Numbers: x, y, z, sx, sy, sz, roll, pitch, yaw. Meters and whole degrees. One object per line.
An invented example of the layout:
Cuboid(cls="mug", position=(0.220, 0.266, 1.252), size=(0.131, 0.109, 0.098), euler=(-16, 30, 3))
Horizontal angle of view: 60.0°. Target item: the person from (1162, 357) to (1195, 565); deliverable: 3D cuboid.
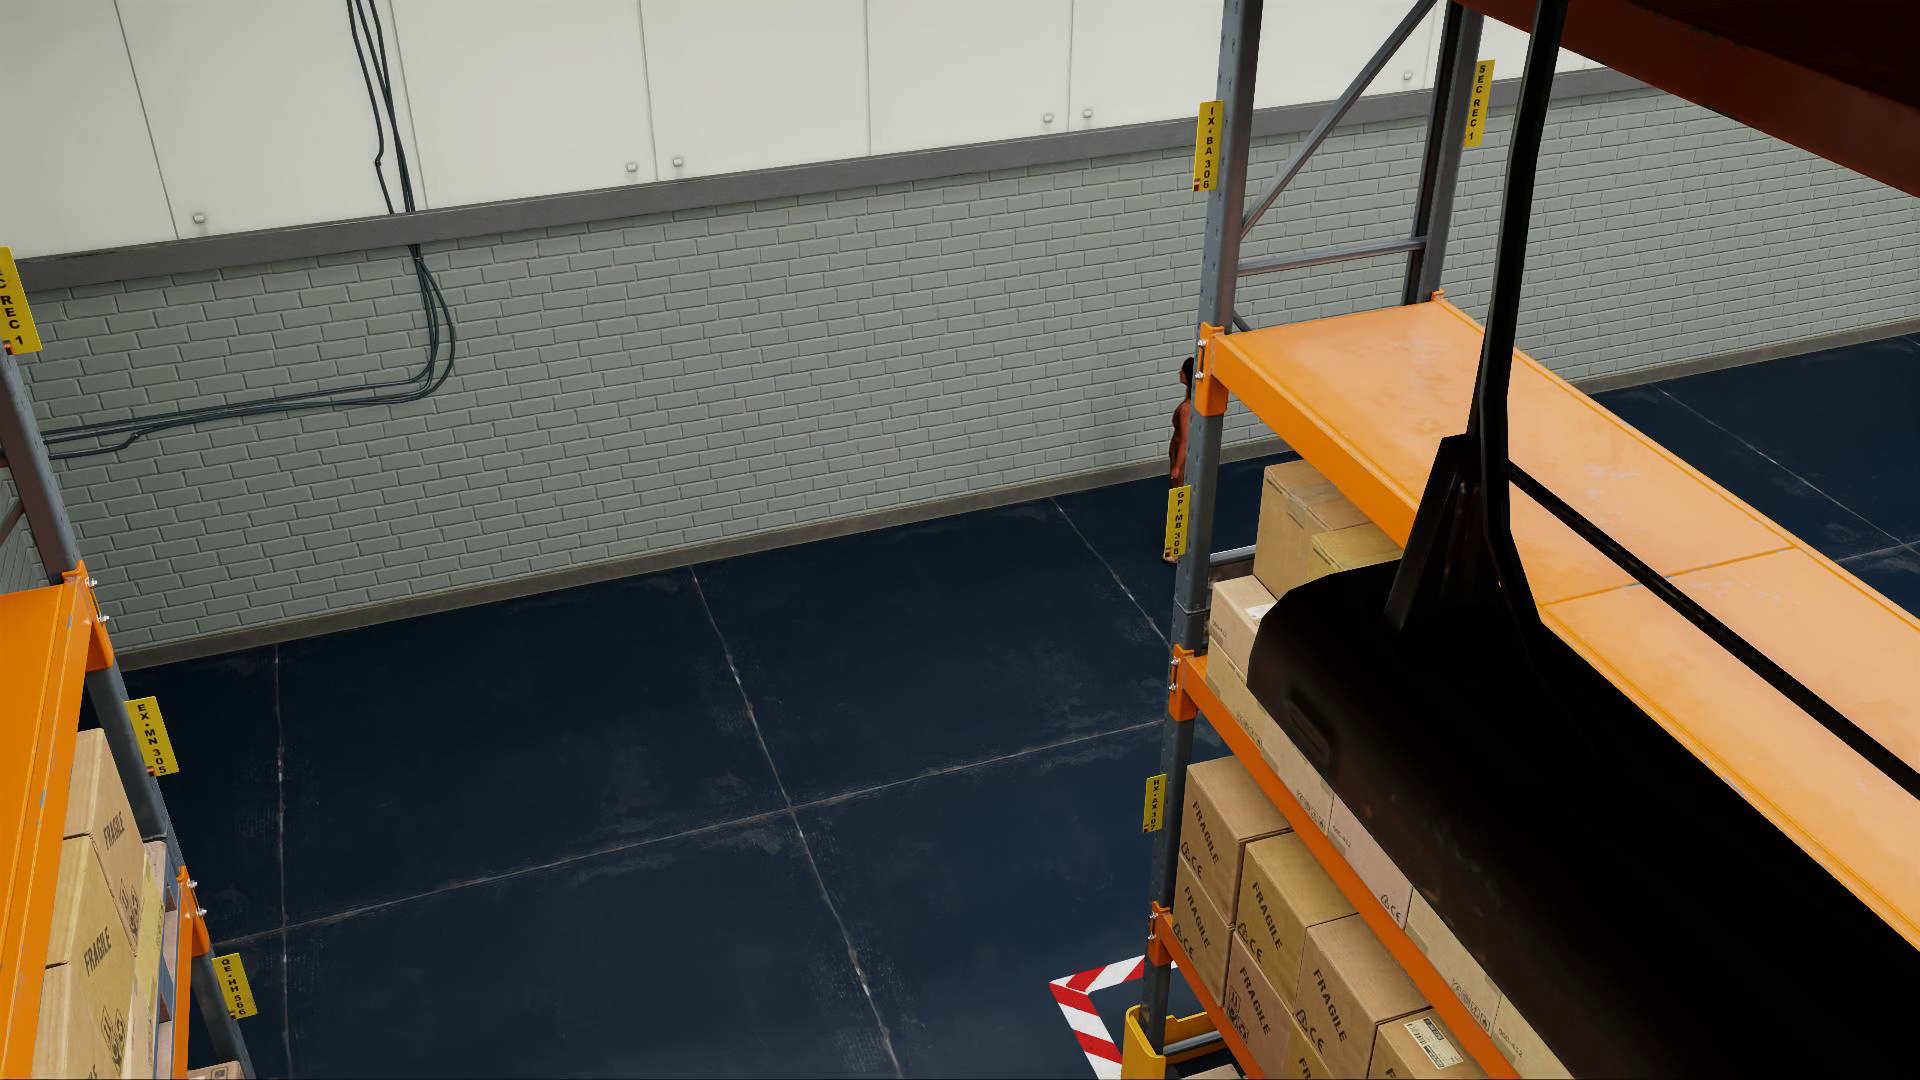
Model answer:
Cuboid(cls="person", position=(1.707, -0.599, 12.435), size=(0.695, 1.690, 0.625), euler=(12, 34, 18))
